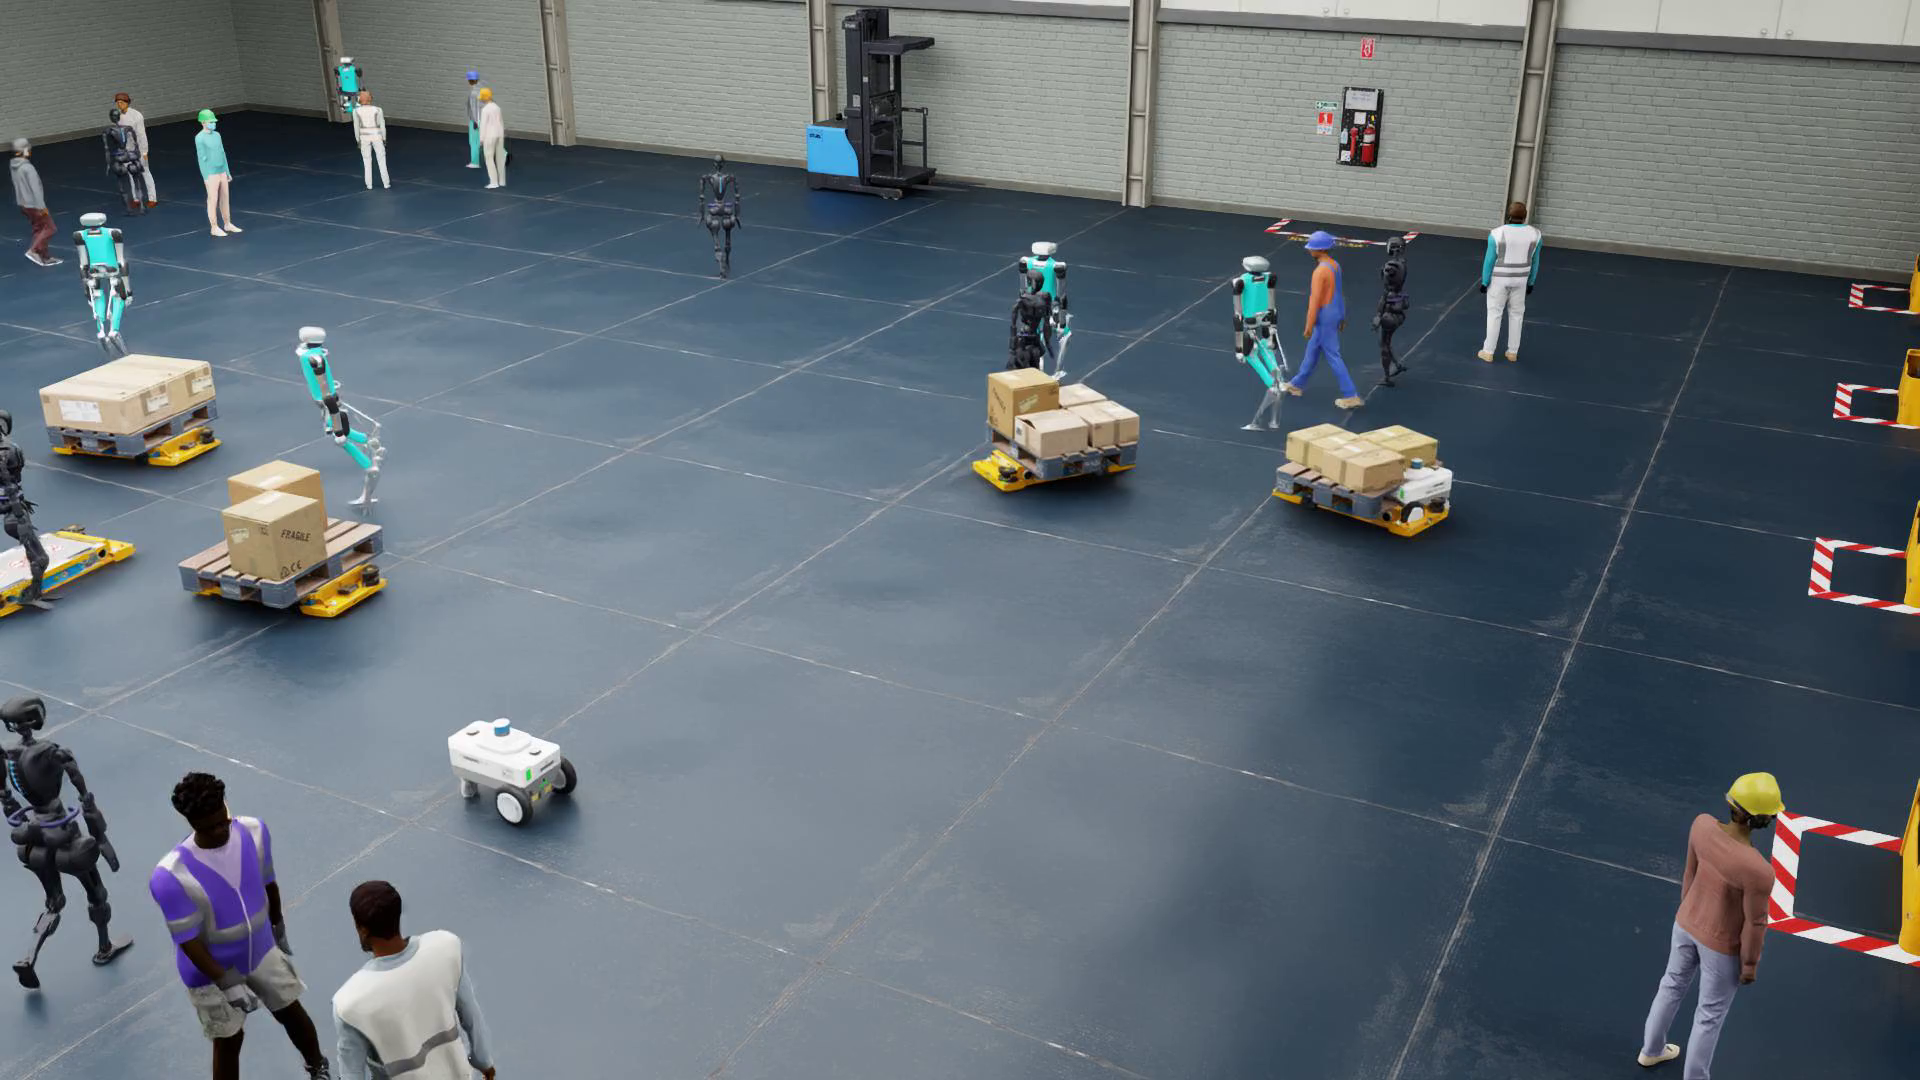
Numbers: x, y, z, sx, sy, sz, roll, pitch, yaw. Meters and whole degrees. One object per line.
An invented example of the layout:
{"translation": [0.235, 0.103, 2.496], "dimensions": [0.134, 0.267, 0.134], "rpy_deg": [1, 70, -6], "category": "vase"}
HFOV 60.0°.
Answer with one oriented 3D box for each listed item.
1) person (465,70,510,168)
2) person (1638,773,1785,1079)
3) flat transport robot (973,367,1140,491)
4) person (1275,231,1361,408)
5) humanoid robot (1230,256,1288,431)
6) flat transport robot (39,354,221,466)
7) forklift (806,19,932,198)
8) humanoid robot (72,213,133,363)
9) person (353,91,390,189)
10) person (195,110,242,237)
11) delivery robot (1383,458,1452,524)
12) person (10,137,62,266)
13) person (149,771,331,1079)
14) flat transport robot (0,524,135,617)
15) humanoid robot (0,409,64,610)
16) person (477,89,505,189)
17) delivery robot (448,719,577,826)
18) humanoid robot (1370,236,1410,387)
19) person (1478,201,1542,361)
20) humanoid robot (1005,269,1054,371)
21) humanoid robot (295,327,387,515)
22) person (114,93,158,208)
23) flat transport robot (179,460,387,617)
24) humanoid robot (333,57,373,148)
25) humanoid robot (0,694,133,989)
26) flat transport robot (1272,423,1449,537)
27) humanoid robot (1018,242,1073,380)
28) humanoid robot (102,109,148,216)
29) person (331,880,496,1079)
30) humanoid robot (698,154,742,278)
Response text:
{"translation": [-8.565, -7.550, 29.854], "dimensions": [0.755, 1.749, 0.532], "rpy_deg": [9, 25, 20], "category": "person"}
{"translation": [3.613, 1.876, 7.917], "dimensions": [0.343, 1.759, 0.515], "rpy_deg": [-8, 24, -18], "category": "person"}
{"translation": [0.927, -0.742, 15.891], "dimensions": [1.431, 0.231, 0.659], "rpy_deg": [-11, 26, -24], "category": "flat transport robot"}
{"translation": [3.903, -2.338, 17.609], "dimensions": [1.001, 1.854, 0.579], "rpy_deg": [14, 27, 30], "category": "person"}
{"translation": [3.097, -1.938, 16.803], "dimensions": [0.545, 1.766, 0.764], "rpy_deg": [-13, 26, -27], "category": "humanoid robot"}
{"translation": [-8.136, -0.982, 16.450], "dimensions": [1.431, 0.231, 0.659], "rpy_deg": [7, 24, 15], "category": "flat transport robot"}
{"translation": [-1.573, -7.292, 27.850], "dimensions": [1.873, 2.768, 1.129], "rpy_deg": [12, 26, 25], "category": "forklift"}
{"translation": [-9.603, -2.704, 18.620], "dimensions": [0.587, 1.789, 0.826], "rpy_deg": [-2, 23, -4], "category": "humanoid robot"}
{"translation": [-9.983, -6.779, 28.221], "dimensions": [0.509, 1.630, 0.315], "rpy_deg": [-5, 24, -12], "category": "person"}
{"translation": [-11.180, -5.511, 24.972], "dimensions": [0.372, 1.867, 0.519], "rpy_deg": [8, 24, 17], "category": "person"}
{"translation": [4.034, -0.438, 14.809], "dimensions": [0.783, 0.586, 0.499], "rpy_deg": [-16, 28, -32], "category": "delivery robot"}
{"translation": [-12.900, -4.682, 23.124], "dimensions": [0.558, 1.792, 0.445], "rpy_deg": [15, 27, 31], "category": "person"}
{"translation": [-3.266, 1.912, 7.597], "dimensions": [0.507, 1.937, 0.591], "rpy_deg": [14, 27, 30], "category": "person"}
{"translation": [-7.558, 0.252, 13.577], "dimensions": [0.659, 0.231, 1.431], "rpy_deg": [8, 25, 19], "category": "flat transport robot"}
{"translation": [-7.339, -0.246, 12.950], "dimensions": [0.325, 1.651, 0.608], "rpy_deg": [-12, 26, -26], "category": "humanoid robot"}
{"translation": [-7.939, -6.810, 28.241], "dimensions": [0.342, 1.673, 0.554], "rpy_deg": [12, 26, 26], "category": "person"}
{"translation": [-2.843, 1.411, 10.504], "dimensions": [0.757, 0.586, 0.523], "rpy_deg": [12, 26, 26], "category": "delivery robot"}
{"translation": [4.733, -2.490, 18.174], "dimensions": [0.379, 1.651, 0.589], "rpy_deg": [15, 27, 30], "category": "humanoid robot"}
{"translation": [6.274, -2.958, 19.057], "dimensions": [0.635, 1.841, 0.429], "rpy_deg": [-1, 23, -2], "category": "person"}
{"translation": [0.702, -1.988, 17.040], "dimensions": [0.609, 1.645, 0.411], "rpy_deg": [-20, 30, -39], "category": "humanoid robot"}
{"translation": [-5.397, -1.025, 14.788], "dimensions": [0.768, 1.854, 0.531], "rpy_deg": [-14, 27, -29], "category": "humanoid robot"}
{"translation": [-13.338, -6.283, 26.828], "dimensions": [0.493, 1.825, 0.362], "rpy_deg": [2, 23, 4], "category": "person"}
{"translation": [-5.431, 0.324, 13.409], "dimensions": [1.431, 0.231, 0.659], "rpy_deg": [9, 25, 19], "category": "flat transport robot"}
{"translation": [-11.466, -8.244, 31.643], "dimensions": [0.542, 1.899, 0.723], "rpy_deg": [1, 23, 3], "category": "humanoid robot"}
{"translation": [-4.772, 1.585, 8.700], "dimensions": [0.612, 1.632, 0.613], "rpy_deg": [5, 24, 12], "category": "humanoid robot"}
{"translation": [3.611, -0.379, 15.046], "dimensions": [1.431, 0.231, 0.659], "rpy_deg": [21, 31, 40], "category": "flat transport robot"}
{"translation": [0.996, -2.440, 18.010], "dimensions": [0.546, 1.734, 0.976], "rpy_deg": [10, 25, 22], "category": "humanoid robot"}
{"translation": [-13.180, -5.952, 26.230], "dimensions": [0.334, 1.651, 0.589], "rpy_deg": [17, 29, 35], "category": "humanoid robot"}
{"translation": [-2.239, 2.244, 6.913], "dimensions": [0.913, 1.867, 0.602], "rpy_deg": [13, 26, 27], "category": "person"}
{"translation": [-3.316, -4.470, 22.836], "dimensions": [0.609, 1.628, 0.753], "rpy_deg": [-7, 24, -17], "category": "humanoid robot"}
